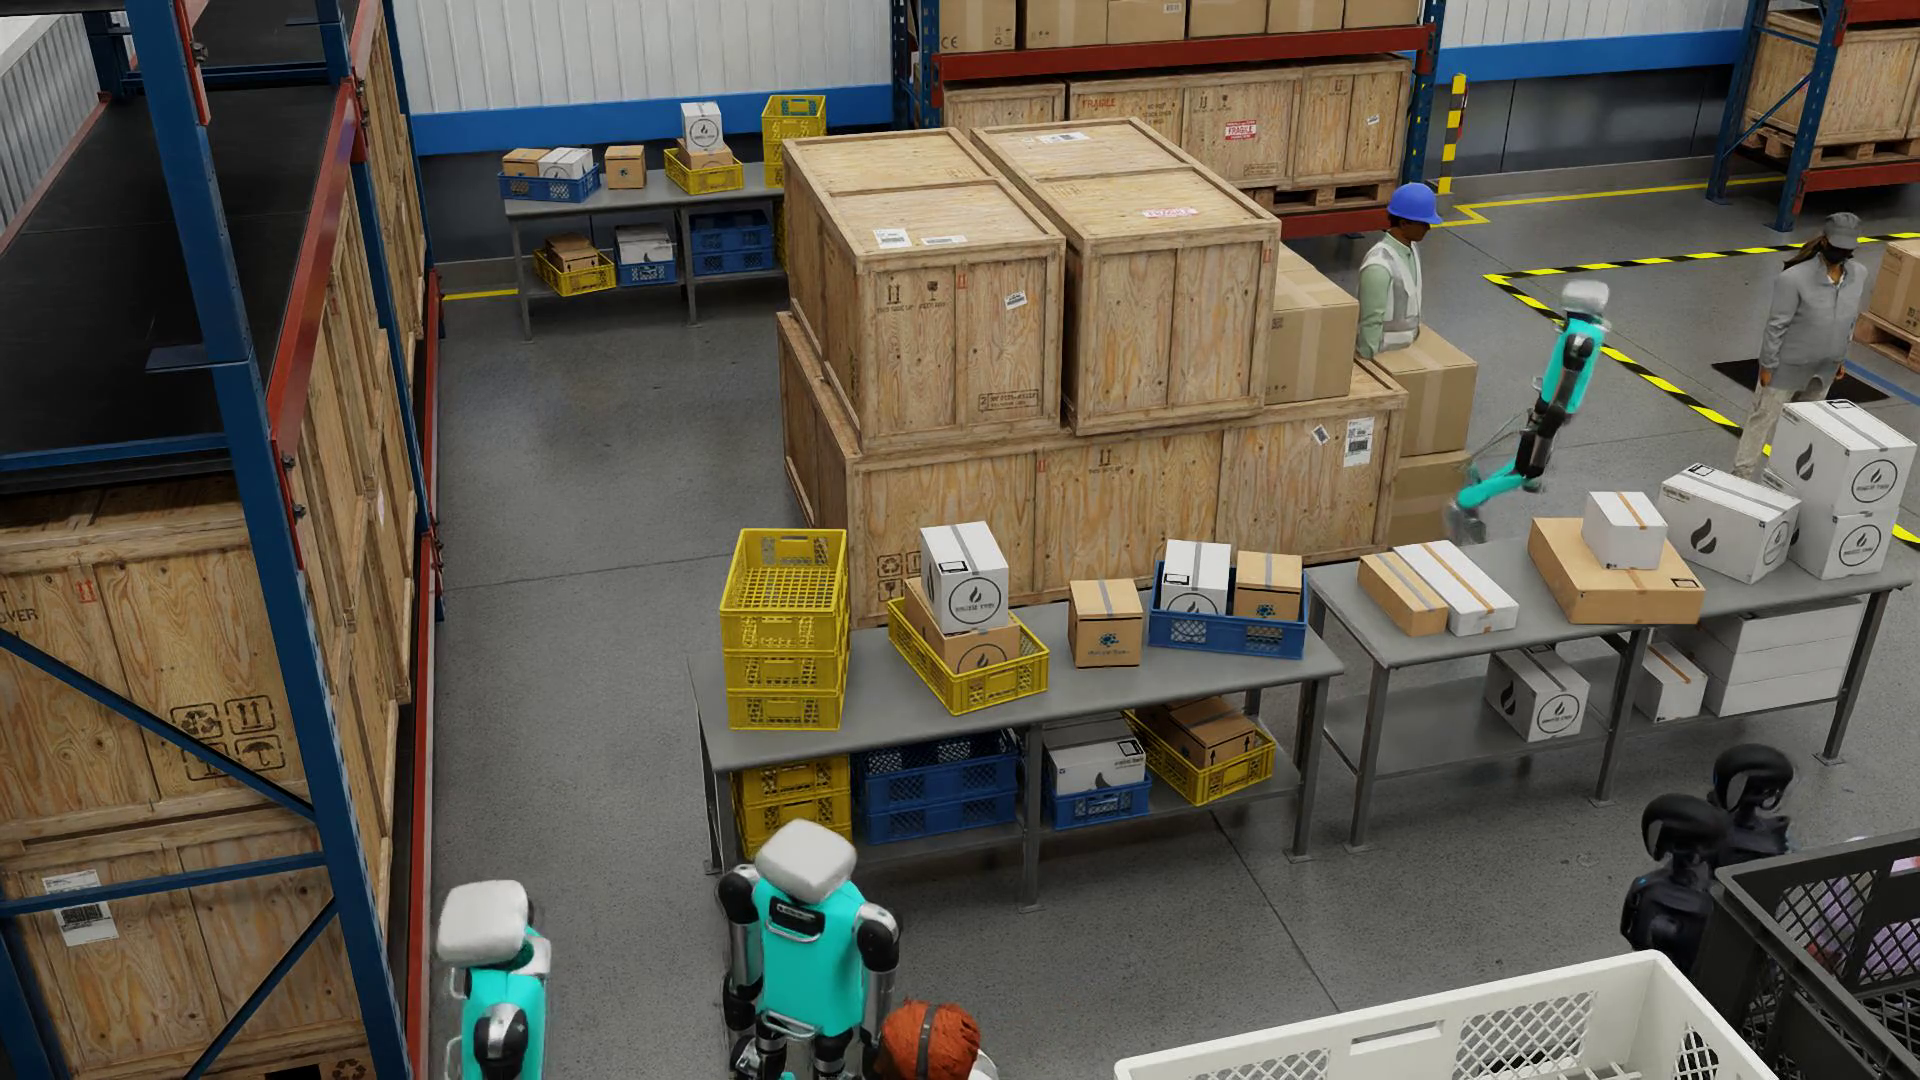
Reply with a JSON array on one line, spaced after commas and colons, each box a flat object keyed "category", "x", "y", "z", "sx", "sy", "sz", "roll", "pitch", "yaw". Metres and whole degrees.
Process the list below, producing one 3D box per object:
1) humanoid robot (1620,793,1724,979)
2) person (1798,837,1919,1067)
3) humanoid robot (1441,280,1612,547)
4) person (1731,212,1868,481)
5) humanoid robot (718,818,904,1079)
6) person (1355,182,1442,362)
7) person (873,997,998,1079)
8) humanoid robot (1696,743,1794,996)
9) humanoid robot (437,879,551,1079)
[{"category": "humanoid robot", "x": 2.085, "y": 1.484, "z": 4.969, "sx": 0.387, "sy": 1.643, "sz": 0.608, "roll": 16, "pitch": 33, "yaw": 27}, {"category": "person", "x": 2.634, "y": 1.444, "z": 4.677, "sx": 0.405, "sy": 2.033, "sz": 0.606, "roll": -21, "pitch": 35, "yaw": -33}, {"category": "humanoid robot", "x": 2.752, "y": -0.490, "z": 8.492, "sx": 0.848, "sy": 1.782, "sz": 0.560, "roll": 12, "pitch": 31, "yaw": 20}, {"category": "person", "x": 4.744, "y": -1.001, "z": 9.379, "sx": 0.572, "sy": 1.766, "sz": 0.398, "roll": -7, "pitch": 30, "yaw": -12}, {"category": "humanoid robot", "x": -0.496, "y": 1.662, "z": 4.602, "sx": 0.541, "sy": 1.821, "sz": 0.667, "roll": 12, "pitch": 31, "yaw": 21}, {"category": "person", "x": 2.374, "y": -1.046, "z": 9.290, "sx": 0.412, "sy": 1.939, "sz": 0.602, "roll": 17, "pitch": 33, "yaw": 28}, {"category": "person", "x": -0.039, "y": 1.857, "z": 4.072, "sx": 0.337, "sy": 1.882, "sz": 0.583, "roll": 2, "pitch": 29, "yaw": 4}, {"category": "humanoid robot", "x": 2.311, "y": 1.361, "z": 5.217, "sx": 0.624, "sy": 1.636, "sz": 0.600, "roll": 2, "pitch": 29, "yaw": 3}, {"category": "humanoid robot", "x": -1.427, "y": 1.696, "z": 4.530, "sx": 0.791, "sy": 1.800, "sz": 0.564, "roll": -5, "pitch": 29, "yaw": -9}]
